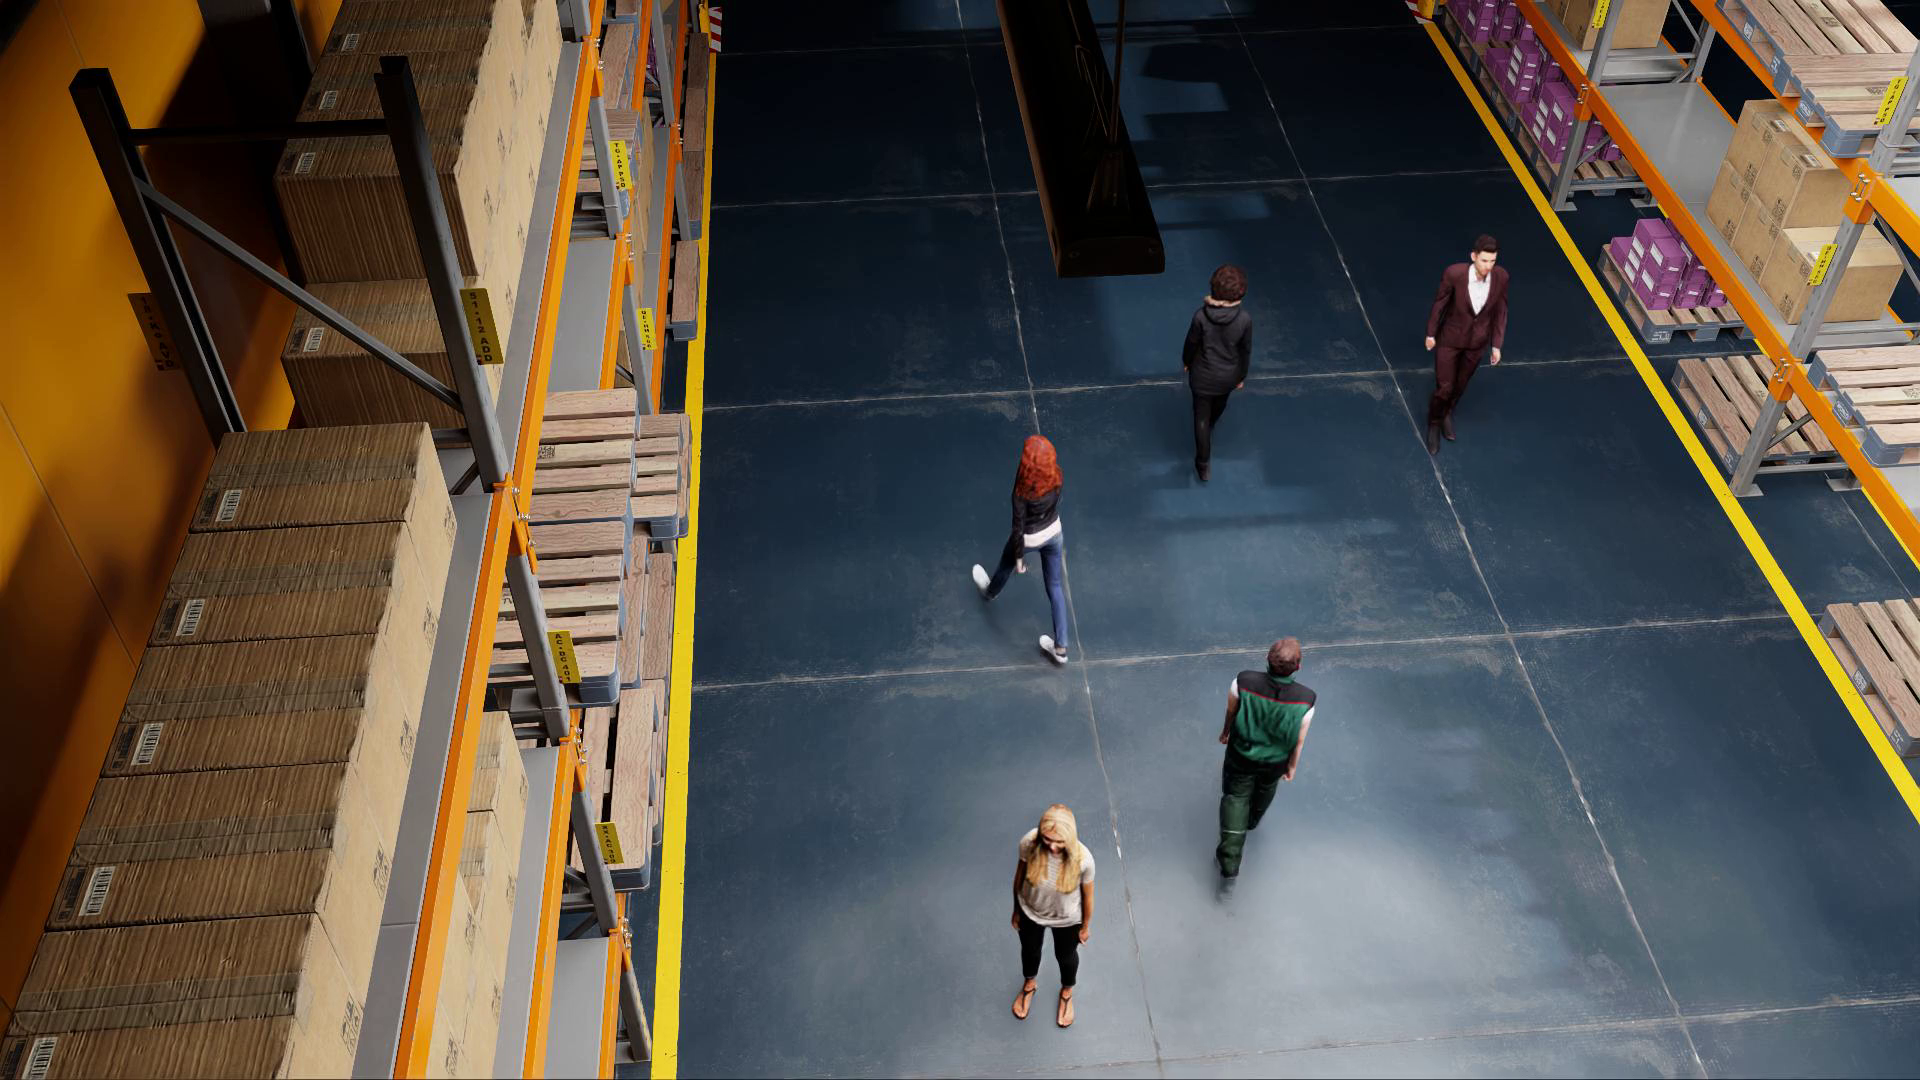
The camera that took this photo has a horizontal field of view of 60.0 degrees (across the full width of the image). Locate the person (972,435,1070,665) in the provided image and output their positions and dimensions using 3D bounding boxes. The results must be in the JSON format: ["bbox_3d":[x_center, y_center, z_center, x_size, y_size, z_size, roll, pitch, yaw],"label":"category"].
[{"bbox_3d":[0.564,0.092,10.963,0.978,1.728,1.279,-24,49,-23],"label":"person"}]

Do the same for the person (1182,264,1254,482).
[{"bbox_3d":[1.889,-1.194,12.311,0.727,1.730,1.104,2,44,2],"label":"person"}]

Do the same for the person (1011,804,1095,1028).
[{"bbox_3d":[0.485,1.981,8.910,0.655,1.824,0.650,13,45,13],"label":"person"}]

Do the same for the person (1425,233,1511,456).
[{"bbox_3d":[3.797,-1.574,12.625,0.706,1.846,0.726,-2,44,-2],"label":"person"}]

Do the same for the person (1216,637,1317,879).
[{"bbox_3d":[1.727,1.259,9.670,0.888,1.821,1.151,10,45,11],"label":"person"}]
